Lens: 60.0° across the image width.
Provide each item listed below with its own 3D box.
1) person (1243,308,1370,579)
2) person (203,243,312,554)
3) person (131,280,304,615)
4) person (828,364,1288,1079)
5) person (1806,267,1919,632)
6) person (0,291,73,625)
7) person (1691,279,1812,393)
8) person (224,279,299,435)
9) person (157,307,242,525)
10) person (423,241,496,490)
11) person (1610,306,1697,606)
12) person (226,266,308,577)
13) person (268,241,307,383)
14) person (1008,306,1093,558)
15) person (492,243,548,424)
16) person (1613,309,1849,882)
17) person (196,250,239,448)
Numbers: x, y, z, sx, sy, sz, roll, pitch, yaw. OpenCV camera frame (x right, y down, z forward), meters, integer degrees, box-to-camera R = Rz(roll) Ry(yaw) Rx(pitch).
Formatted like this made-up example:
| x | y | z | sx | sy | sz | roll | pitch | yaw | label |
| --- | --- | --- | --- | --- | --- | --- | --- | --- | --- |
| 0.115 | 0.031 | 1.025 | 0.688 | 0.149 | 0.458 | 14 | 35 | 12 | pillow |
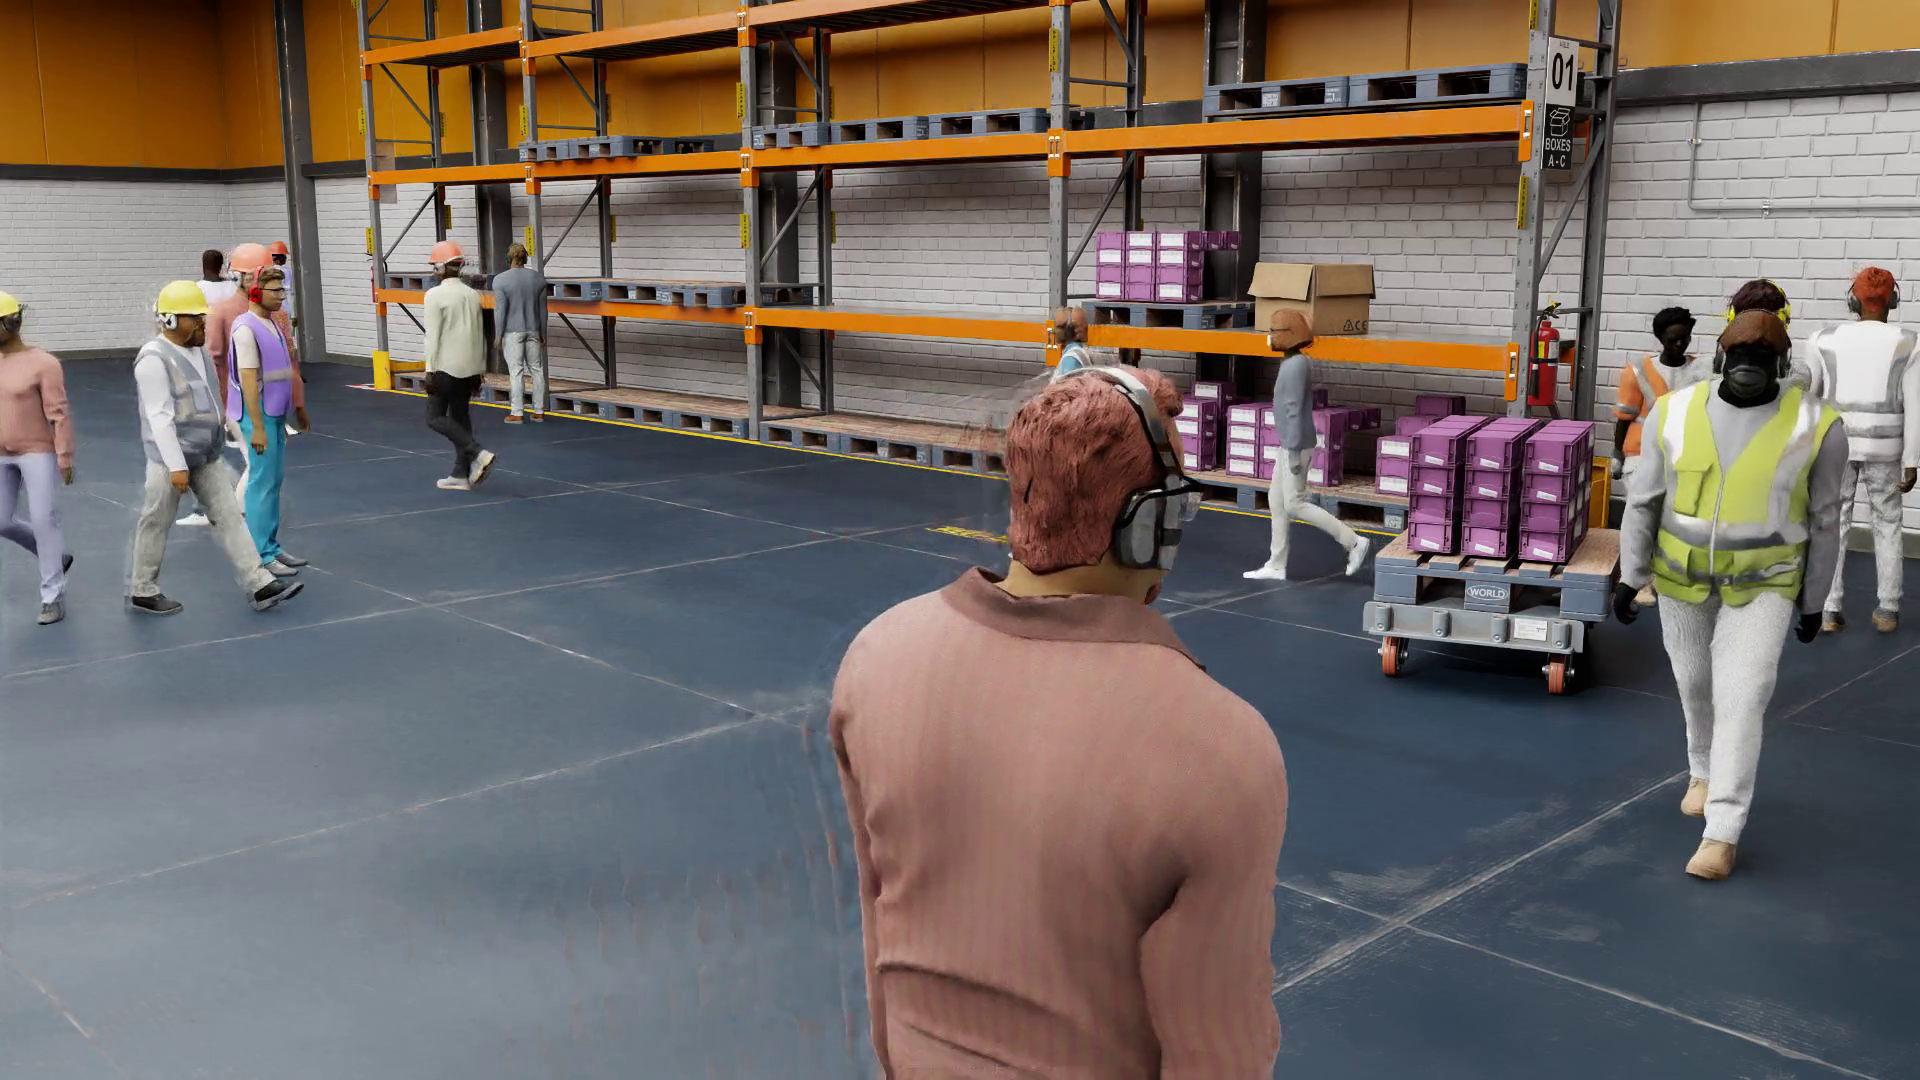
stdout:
| x | y | z | sx | sy | sz | roll | pitch | yaw | label |
| --- | --- | --- | --- | --- | --- | --- | --- | --- | --- |
| 2.025 | -0.533 | 9.645 | 0.651 | 1.611 | 0.513 | 2 | 11 | 11 | person |
| -4.305 | -0.817 | 10.182 | 0.441 | 1.972 | 0.648 | 4 | 11 | 20 | person |
| -4.029 | -0.467 | 8.791 | 0.957 | 1.775 | 0.611 | 1 | 10 | 8 | person |
| 0.073 | 0.732 | 1.995 | 0.637 | 1.884 | 0.850 | 8 | 13 | 37 | person |
| 4.589 | -0.453 | 8.505 | 0.597 | 1.859 | 0.631 | 8 | 13 | 36 | person |
| -4.948 | -0.455 | 8.819 | 0.559 | 1.743 | 0.559 | 0 | 10 | 1 | person |
| 3.281 | -0.172 | 7.031 | 0.523 | 1.845 | 0.559 | 10 | 14 | 43 | person |
| -7.243 | -1.991 | 16.907 | 0.954 | 1.868 | 0.649 | 5 | 11 | 24 | person |
| -5.249 | -0.883 | 11.528 | 0.480 | 1.614 | 0.501 | 1 | 10 | 7 | person |
| -3.939 | -1.353 | 13.094 | 0.563 | 1.976 | 0.642 | 4 | 11 | 21 | person |
| 3.865 | -0.483 | 9.253 | 0.540 | 1.649 | 0.636 | 0 | 10 | 0 | person |
| -4.168 | -0.706 | 9.935 | 0.373 | 1.840 | 0.571 | -2 | 11 | -10 | person |
| -9.262 | -3.098 | 22.717 | 0.542 | 1.939 | 0.362 | 5 | 11 | 25 | person |
| 0.760 | -0.641 | 10.246 | 0.845 | 1.600 | 0.506 | 0 | 10 | 3 | person |
| -4.730 | -2.218 | 17.915 | 0.627 | 1.940 | 0.372 | -9 | 14 | -42 | person |
| 2.540 | 0.135 | 5.502 | 0.626 | 1.800 | 0.922 | 8 | 13 | 38 | person |
| -7.152 | -1.831 | 15.970 | 0.765 | 1.877 | 0.602 | 9 | 14 | 41 | person |
